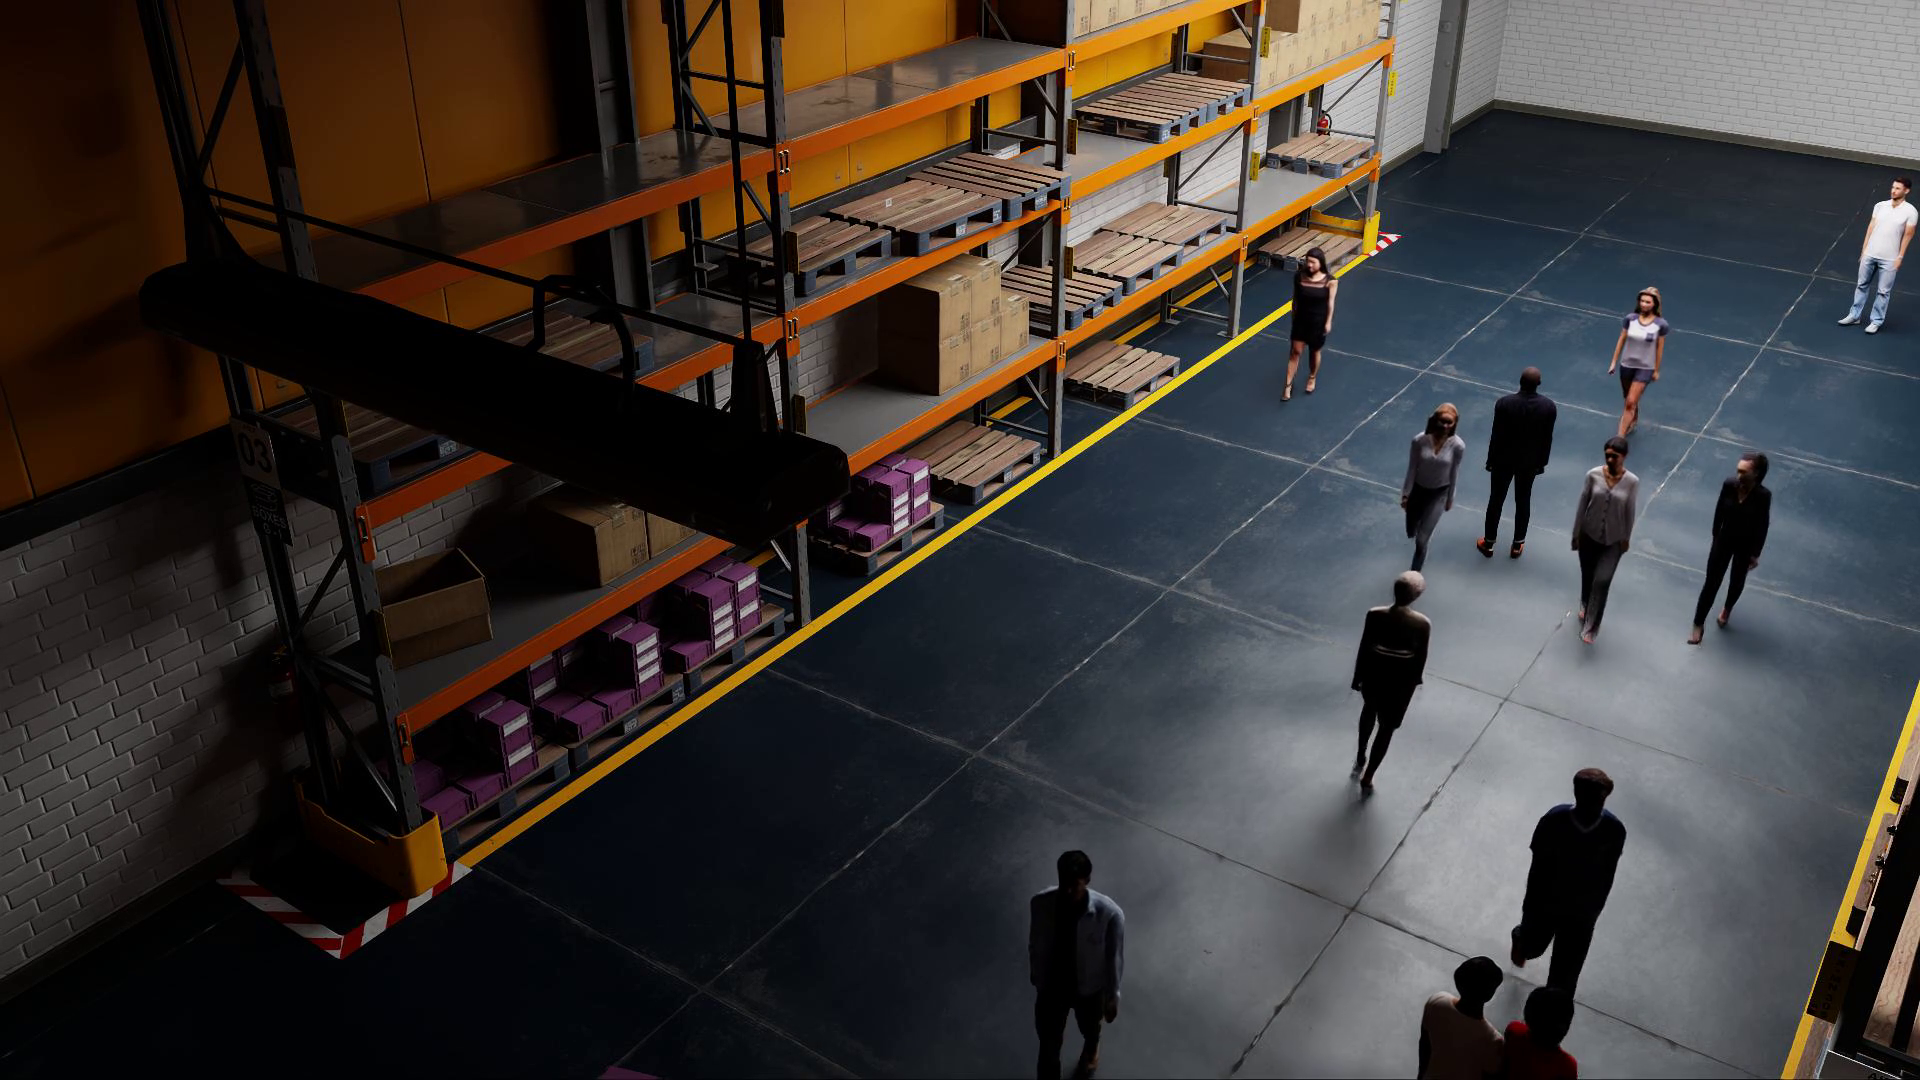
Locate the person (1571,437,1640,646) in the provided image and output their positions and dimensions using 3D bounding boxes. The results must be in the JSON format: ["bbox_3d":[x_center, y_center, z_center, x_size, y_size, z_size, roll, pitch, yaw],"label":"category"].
[{"bbox_3d":[5.290,-0.062,13.702,0.677,1.731,1.102,14,32,24],"label":"person"}]

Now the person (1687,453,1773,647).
[{"bbox_3d":[6.352,0.045,13.577,0.659,1.664,1.035,20,34,32],"label":"person"}]

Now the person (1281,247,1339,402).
[{"bbox_3d":[3.816,-2.350,17.944,0.732,1.687,0.935,12,31,21],"label":"person"}]

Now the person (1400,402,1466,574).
[{"bbox_3d":[4.020,-0.389,14.264,0.736,1.769,1.065,12,31,21],"label":"person"}]

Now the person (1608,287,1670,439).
[{"bbox_3d":[6.897,-1.761,16.861,1.135,1.690,0.732,-26,38,-38],"label":"person"}]

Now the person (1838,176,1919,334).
[{"bbox_3d":[10.912,-3.387,19.659,0.690,1.864,0.744,-18,33,-29],"label":"person"}]

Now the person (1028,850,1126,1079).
[{"bbox_3d":[0.647,2.395,9.157,0.957,1.771,1.262,8,30,14],"label":"person"}]

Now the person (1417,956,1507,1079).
[{"bbox_3d":[2.516,2.806,8.455,0.648,1.722,0.688,-19,34,-31],"label":"person"}]

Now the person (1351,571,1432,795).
[{"bbox_3d":[2.994,1.054,11.665,0.693,1.724,0.790,12,31,21],"label":"person"}]

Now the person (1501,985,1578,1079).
[{"bbox_3d":[2.705,2.952,8.190,0.958,1.719,0.775,-20,34,-32],"label":"person"}]

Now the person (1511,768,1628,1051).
[{"bbox_3d":[3.498,2.062,9.691,0.897,1.845,1.171,8,30,14],"label":"person"}]

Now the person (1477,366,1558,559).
[{"bbox_3d":[4.935,-0.693,14.768,0.787,1.818,0.773,3,29,6],"label":"person"}]
